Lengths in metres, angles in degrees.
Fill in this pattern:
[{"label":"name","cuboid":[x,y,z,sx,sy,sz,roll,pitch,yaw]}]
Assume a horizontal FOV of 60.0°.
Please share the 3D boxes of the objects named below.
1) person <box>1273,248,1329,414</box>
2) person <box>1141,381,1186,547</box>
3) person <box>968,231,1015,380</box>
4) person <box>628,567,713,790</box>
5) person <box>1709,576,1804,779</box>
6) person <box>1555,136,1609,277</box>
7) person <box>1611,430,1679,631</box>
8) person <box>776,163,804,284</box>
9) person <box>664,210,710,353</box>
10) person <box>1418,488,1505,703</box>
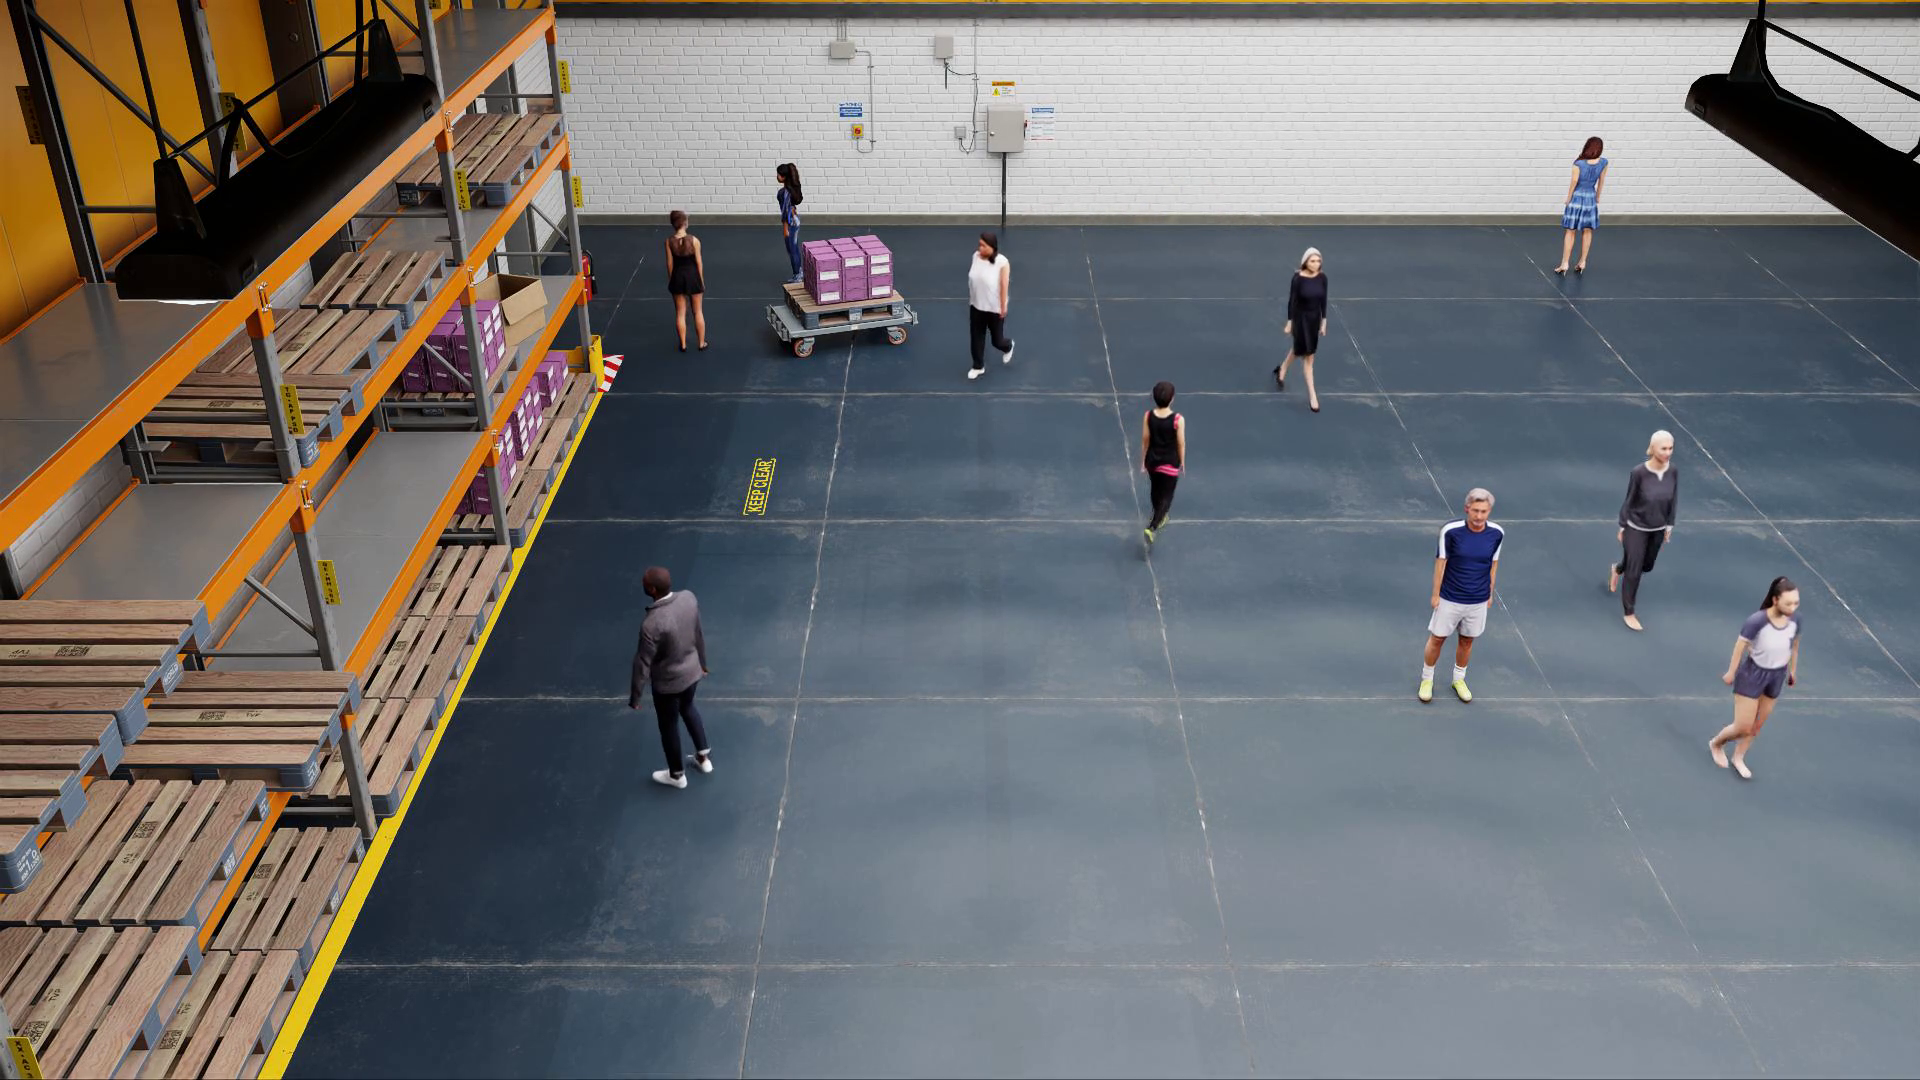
[{"label":"person","cuboid":[3.679,-2.305,17.895,0.854,1.694,1.245,-9,30,-16]},{"label":"person","cuboid":[1.819,-0.684,15.096,0.848,1.529,1.053,14,32,24]},{"label":"person","cuboid":[0.341,-2.641,18.534,0.928,1.670,1.009,21,35,34]},{"label":"person","cuboid":[-1.971,0.992,11.728,0.943,1.812,0.835,20,34,32]},{"label":"person","cuboid":[5.704,0.955,11.978,0.680,1.637,0.670,-8,30,-14]},{"label":"person","cuboid":[8.026,-4.313,21.460,0.703,1.804,0.620,-5,29,-9]},{"label":"person","cuboid":[5.706,-0.154,13.940,0.711,1.705,1.018,-4,29,-7]},{"label":"person","cuboid":[-2.140,-3.984,21.052,0.655,1.619,0.470,0,29,0]},{"label":"person","cuboid":[-3.162,-2.985,19.156,0.574,1.679,0.563,-1,29,-2]},{"label":"person","cuboid":[3.860,0.408,12.771,0.626,1.838,0.533,1,29,1]}]
